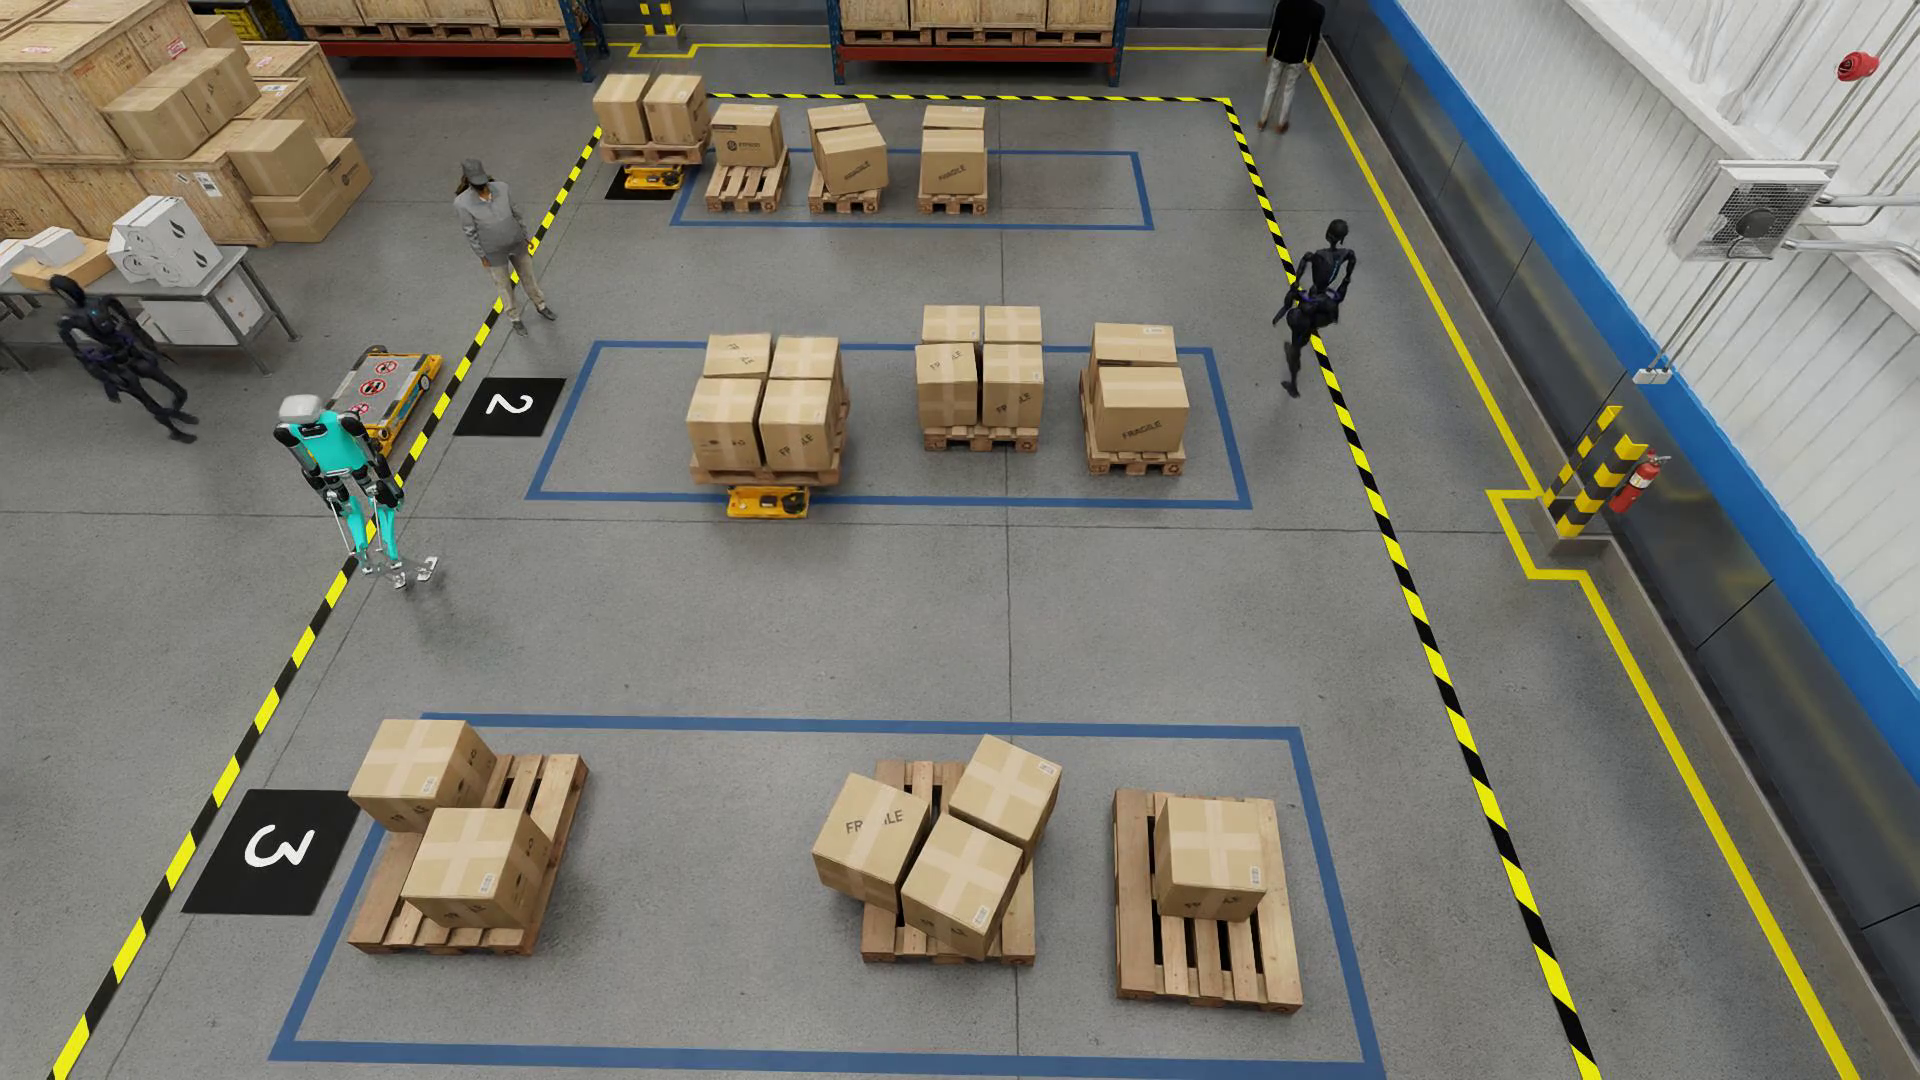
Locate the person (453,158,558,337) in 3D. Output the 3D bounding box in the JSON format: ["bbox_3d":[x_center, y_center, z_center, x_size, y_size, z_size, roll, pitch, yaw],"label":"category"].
[{"bbox_3d":[-4.373,-2.811,8.765,0.403,1.763,0.563,35,58,26],"label":"person"}]

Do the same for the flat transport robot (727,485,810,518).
[{"bbox_3d":[-1.593,-0.780,8.009,0.652,0.197,1.431,1,50,1],"label":"flat transport robot"}]

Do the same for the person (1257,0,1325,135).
[{"bbox_3d":[4.116,-6.057,11.434,0.589,1.882,0.382,19,52,15],"label":"person"}]

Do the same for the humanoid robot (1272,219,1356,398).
[{"bbox_3d":[3.148,-2.123,8.260,0.611,1.626,0.715,-8,50,-6],"label":"humanoid robot"}]

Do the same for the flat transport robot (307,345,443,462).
[{"bbox_3d":[-5.383,-1.269,8.441,0.659,0.231,1.431,1,50,1],"label":"flat transport robot"}]

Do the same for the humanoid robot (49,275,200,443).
[{"bbox_3d":[-7.027,-1.487,7.699,0.382,1.641,0.586,12,51,10],"label":"humanoid robot"}]

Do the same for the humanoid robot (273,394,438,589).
[{"bbox_3d":[-4.274,-0.203,6.488,0.533,1.677,0.735,-11,51,-9],"label":"humanoid robot"}]

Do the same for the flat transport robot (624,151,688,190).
[{"bbox_3d":[-3.698,-4.813,11.421,0.652,0.197,1.431,1,50,1],"label":"flat transport robot"}]
